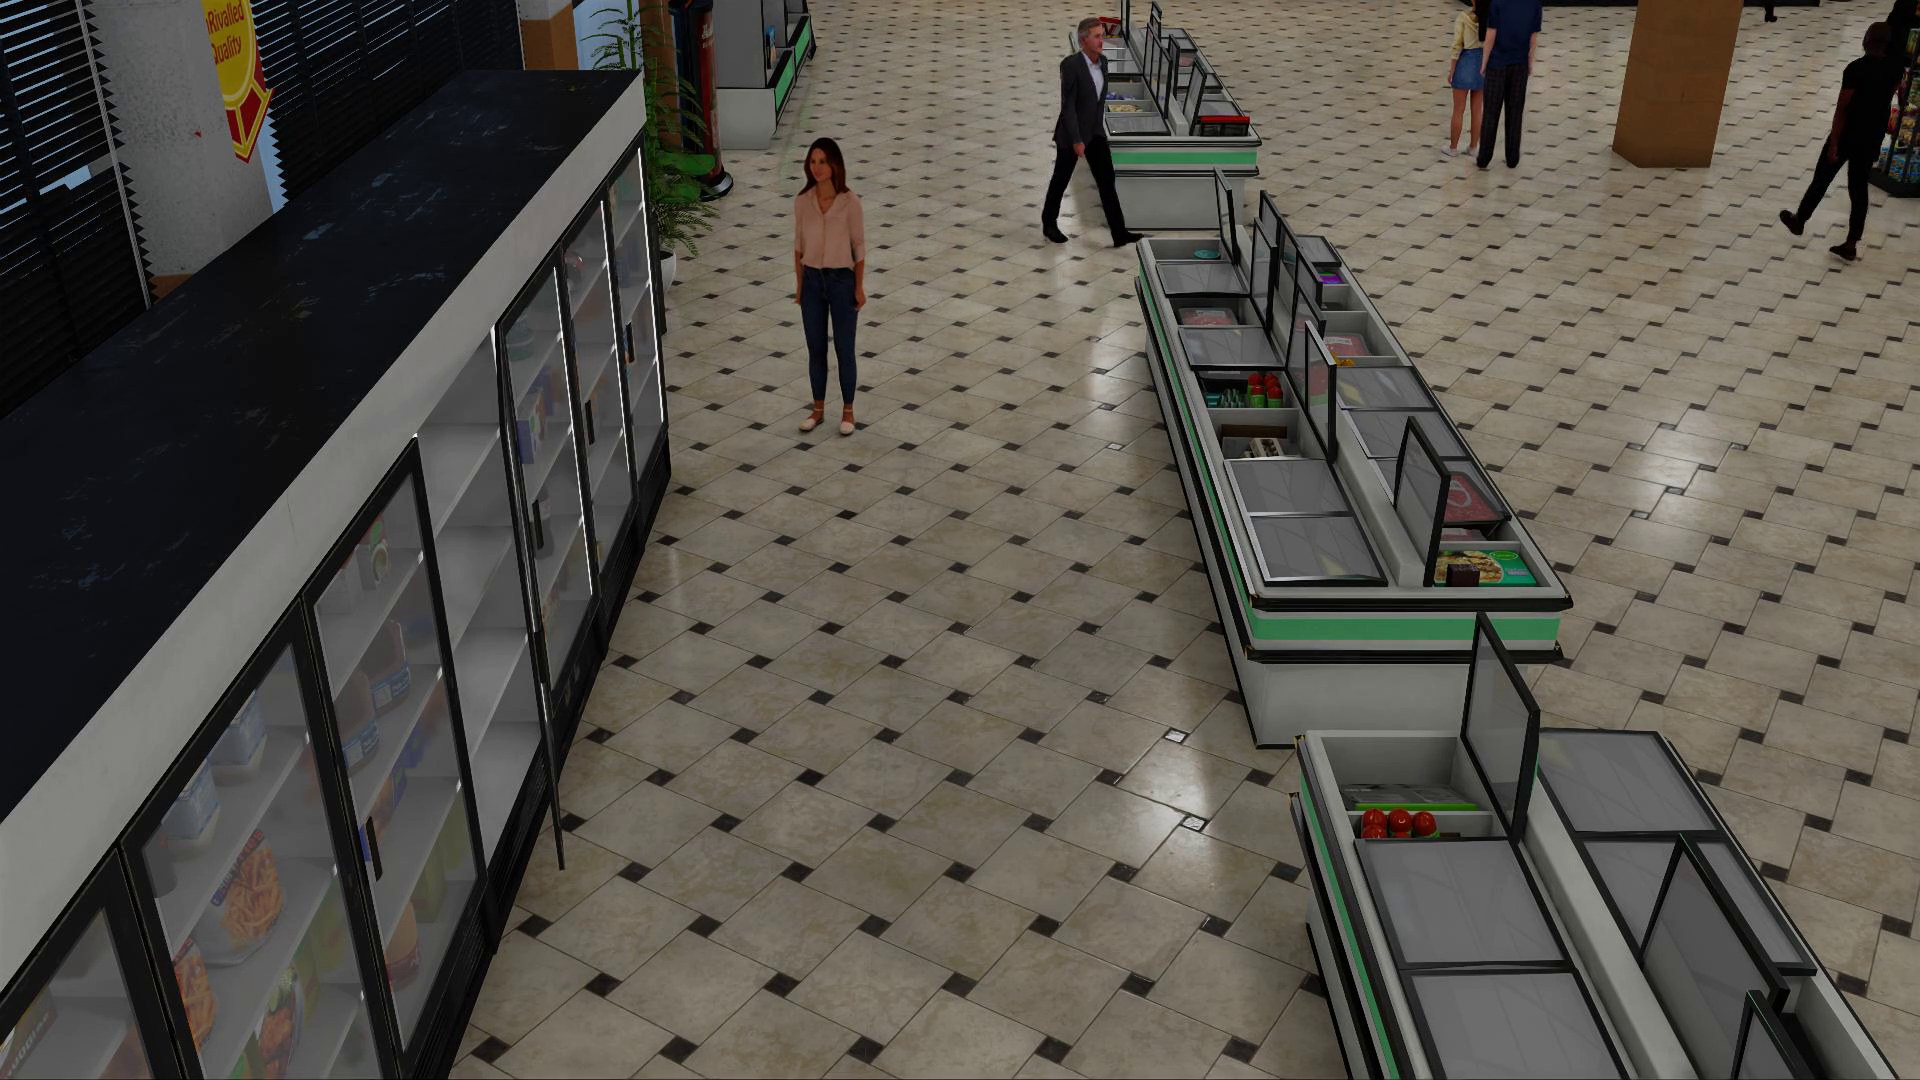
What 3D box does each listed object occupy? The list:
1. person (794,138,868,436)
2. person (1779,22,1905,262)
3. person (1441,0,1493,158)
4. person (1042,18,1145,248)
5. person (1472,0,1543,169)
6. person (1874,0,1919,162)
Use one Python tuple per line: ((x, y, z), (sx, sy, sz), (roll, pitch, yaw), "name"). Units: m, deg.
((-0.767, -1.504, 9.880), (0.639, 1.792, 0.606), (7, 28, 13), "person")
((7.041, -3.063, 12.977), (0.798, 1.772, 1.206), (-4, 27, -8), "person")
((4.931, -4.528, 16.020), (0.654, 1.632, 0.578), (-2, 27, -5), "person")
((0.906, -3.226, 13.275), (1.219, 1.793, 1.293), (-23, 35, -37), "person")
((5.130, -4.434, 15.572), (0.672, 1.871, 0.548), (2, 27, 4), "person")
((8.902, -4.521, 15.772), (0.873, 1.844, 0.731), (-14, 30, -26), "person")
